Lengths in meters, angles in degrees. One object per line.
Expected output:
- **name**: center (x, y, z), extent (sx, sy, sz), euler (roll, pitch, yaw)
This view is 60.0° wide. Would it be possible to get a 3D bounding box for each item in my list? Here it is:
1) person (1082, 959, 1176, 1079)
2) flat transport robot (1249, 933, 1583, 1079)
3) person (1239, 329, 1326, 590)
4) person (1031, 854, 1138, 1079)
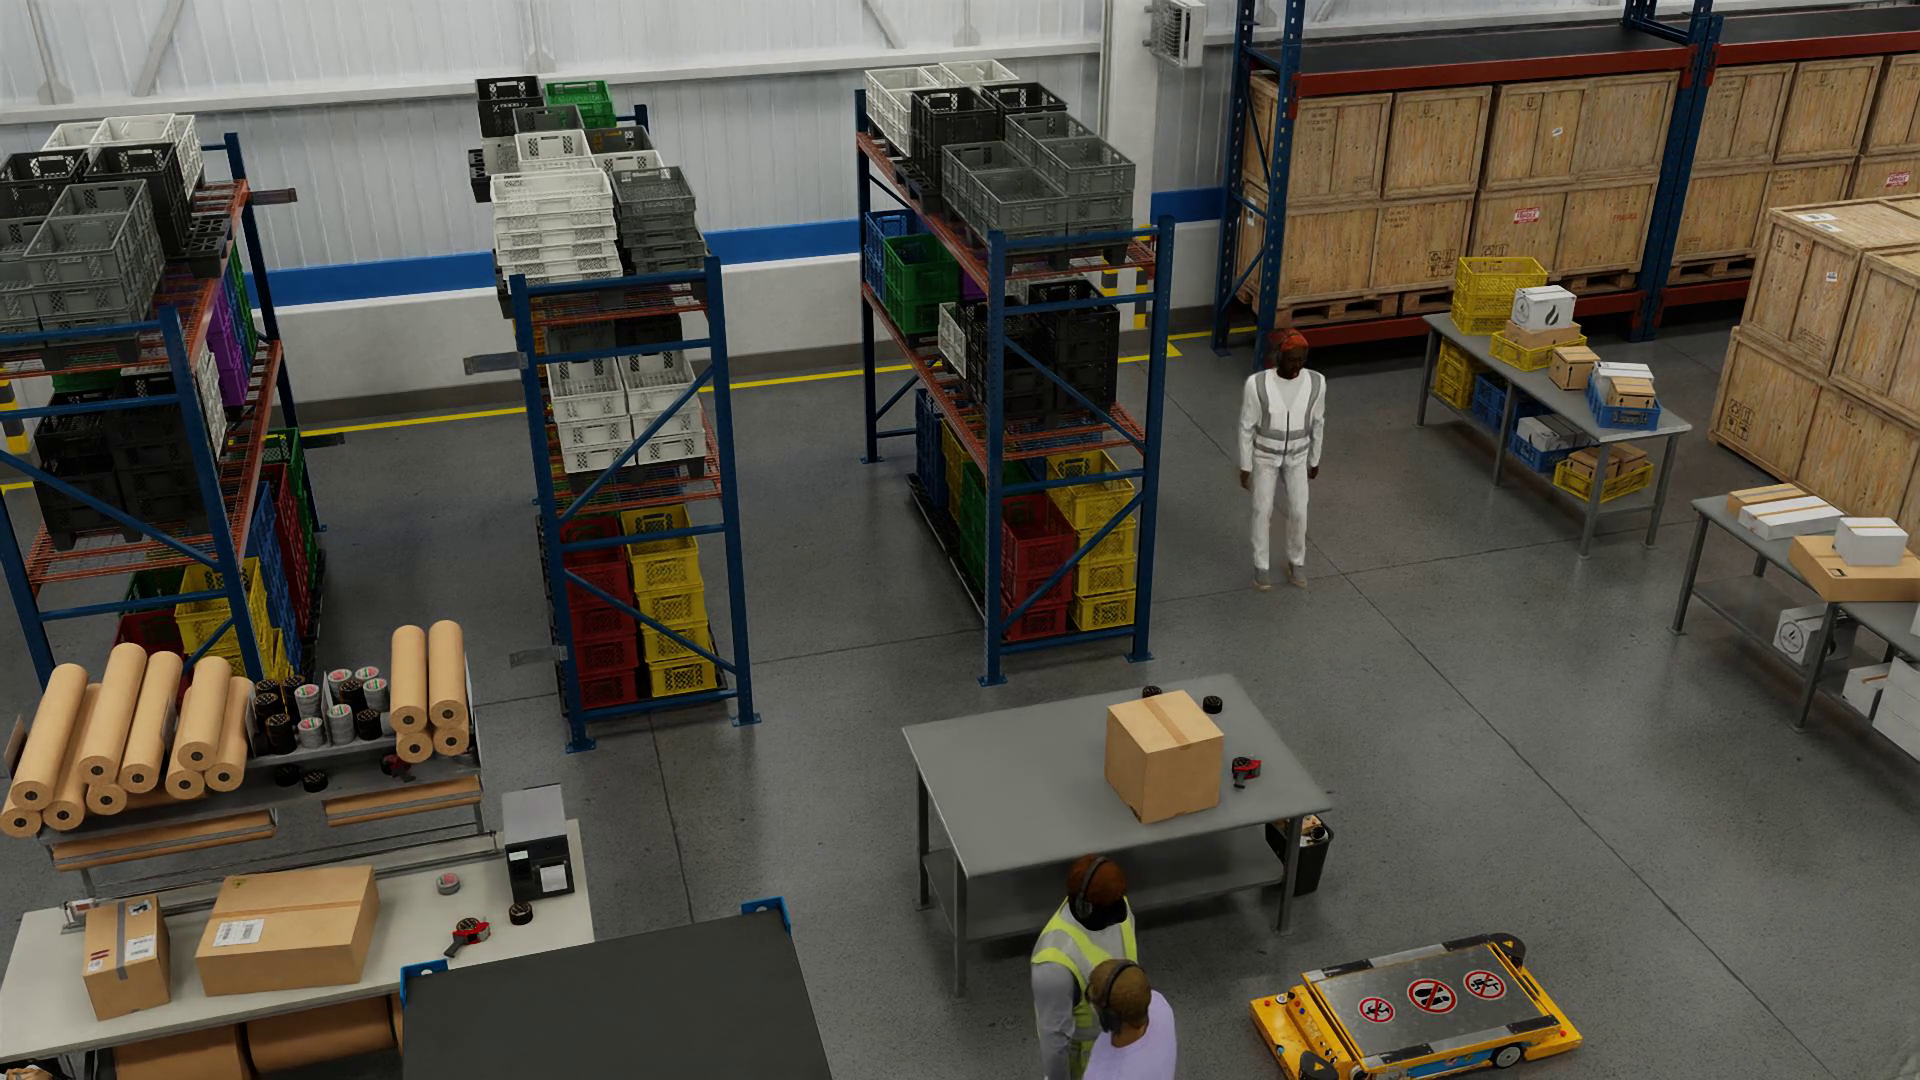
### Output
- **person**: center (0.602, 2.325, 6.189), extent (0.374, 1.934, 0.628), euler (9, 30, 15)
- **flat transport robot**: center (2.184, 2.282, 7.980), extent (1.431, 0.197, 0.652), euler (-8, 30, -14)
- **person**: center (2.205, -0.541, 11.463), extent (0.601, 1.880, 0.435), euler (-1, 29, -2)
- **person**: center (0.523, 2.035, 6.812), extent (0.429, 1.841, 0.633), euler (14, 32, 24)
